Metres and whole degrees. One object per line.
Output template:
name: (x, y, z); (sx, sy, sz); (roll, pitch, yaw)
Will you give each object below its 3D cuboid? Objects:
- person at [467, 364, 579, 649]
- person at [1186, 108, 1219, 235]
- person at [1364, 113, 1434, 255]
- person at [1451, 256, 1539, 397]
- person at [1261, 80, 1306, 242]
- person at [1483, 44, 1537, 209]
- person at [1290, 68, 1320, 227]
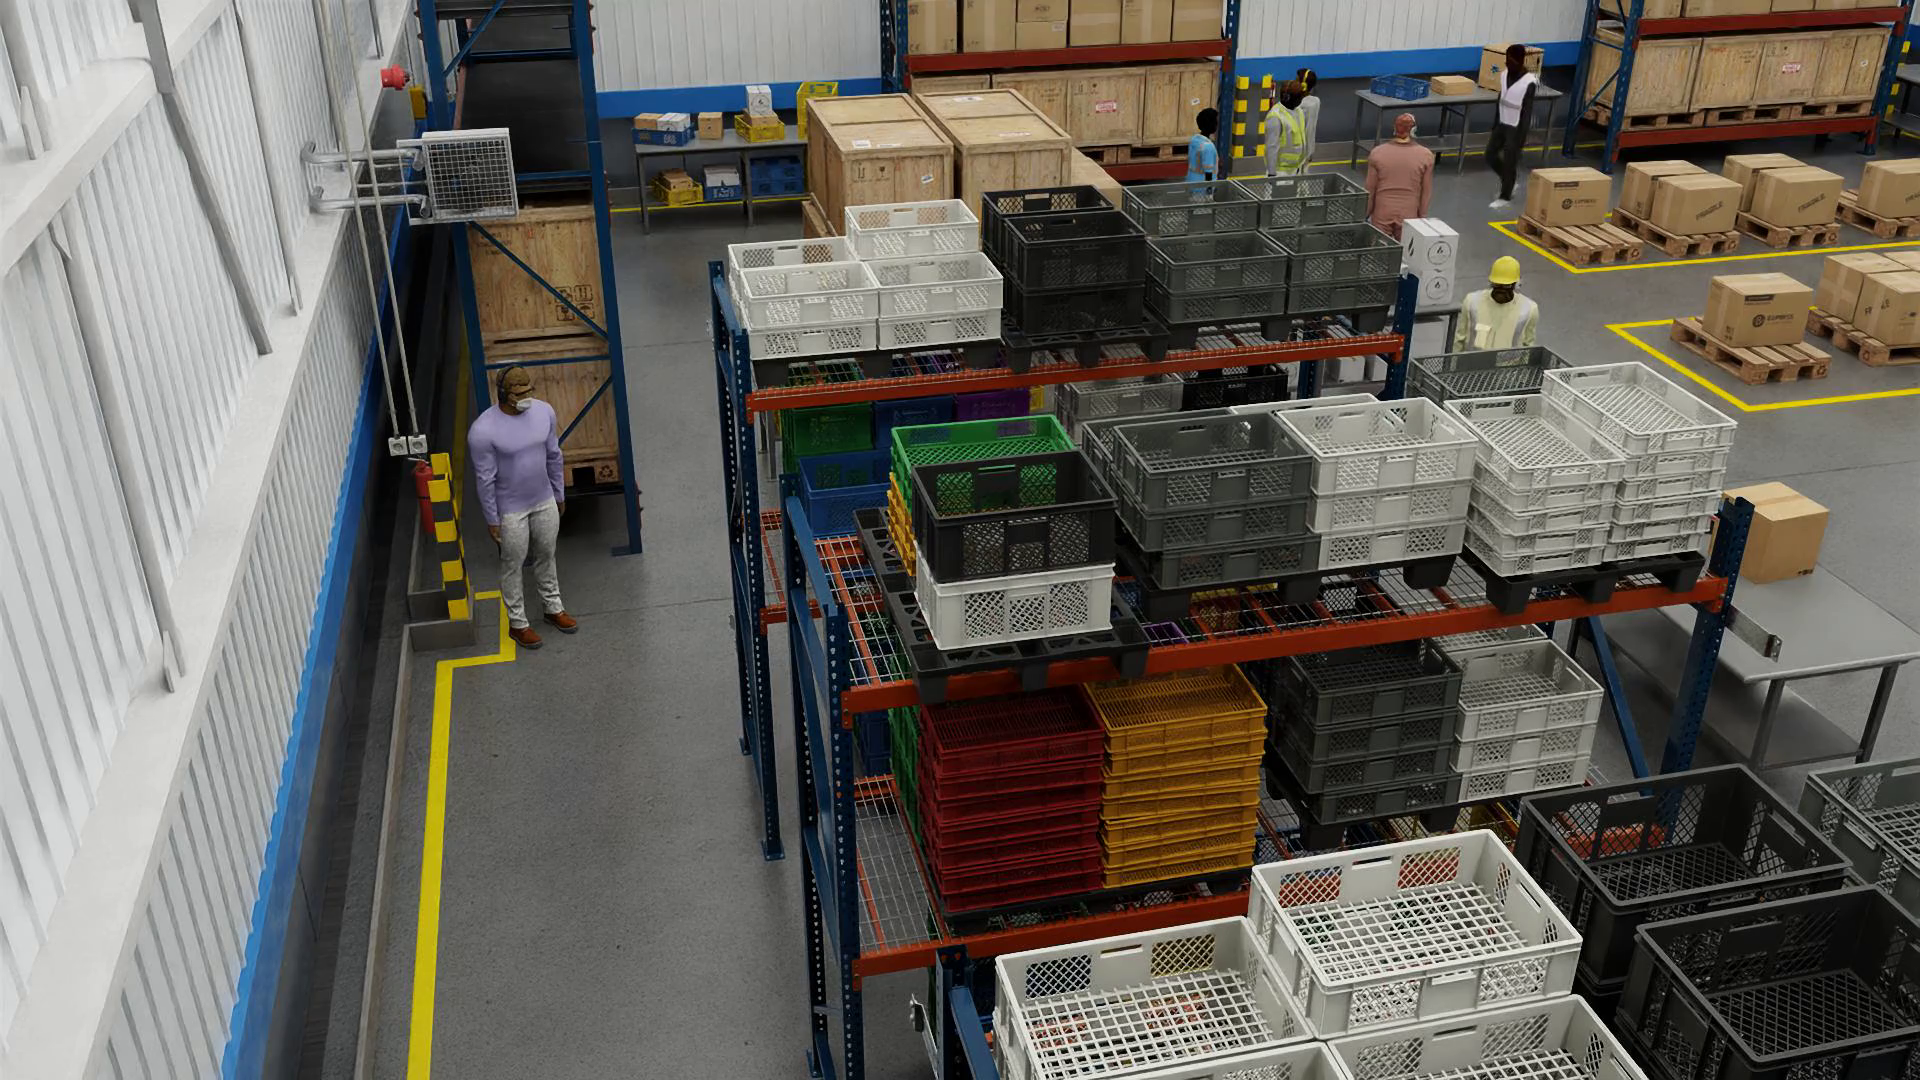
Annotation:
person: (-2.795, -0.231, 10.691); (0.374, 1.933, 0.625); (23, 35, 36)
person: (2.547, -3.695, 17.508); (0.317, 1.695, 0.540); (-6, 28, -10)
person: (4.307, -3.261, 16.469); (0.642, 1.902, 0.399); (7, 29, 12)
person: (4.088, -1.309, 12.837); (0.588, 1.834, 0.404); (10, 29, 18)
person: (3.525, -4.083, 18.105); (0.430, 1.836, 0.619); (19, 33, 32)
person: (6.439, -4.839, 19.460); (0.457, 1.898, 0.638); (-9, 29, -17)
person: (3.744, -4.272, 18.413); (0.323, 1.876, 0.528); (19, 33, 32)
